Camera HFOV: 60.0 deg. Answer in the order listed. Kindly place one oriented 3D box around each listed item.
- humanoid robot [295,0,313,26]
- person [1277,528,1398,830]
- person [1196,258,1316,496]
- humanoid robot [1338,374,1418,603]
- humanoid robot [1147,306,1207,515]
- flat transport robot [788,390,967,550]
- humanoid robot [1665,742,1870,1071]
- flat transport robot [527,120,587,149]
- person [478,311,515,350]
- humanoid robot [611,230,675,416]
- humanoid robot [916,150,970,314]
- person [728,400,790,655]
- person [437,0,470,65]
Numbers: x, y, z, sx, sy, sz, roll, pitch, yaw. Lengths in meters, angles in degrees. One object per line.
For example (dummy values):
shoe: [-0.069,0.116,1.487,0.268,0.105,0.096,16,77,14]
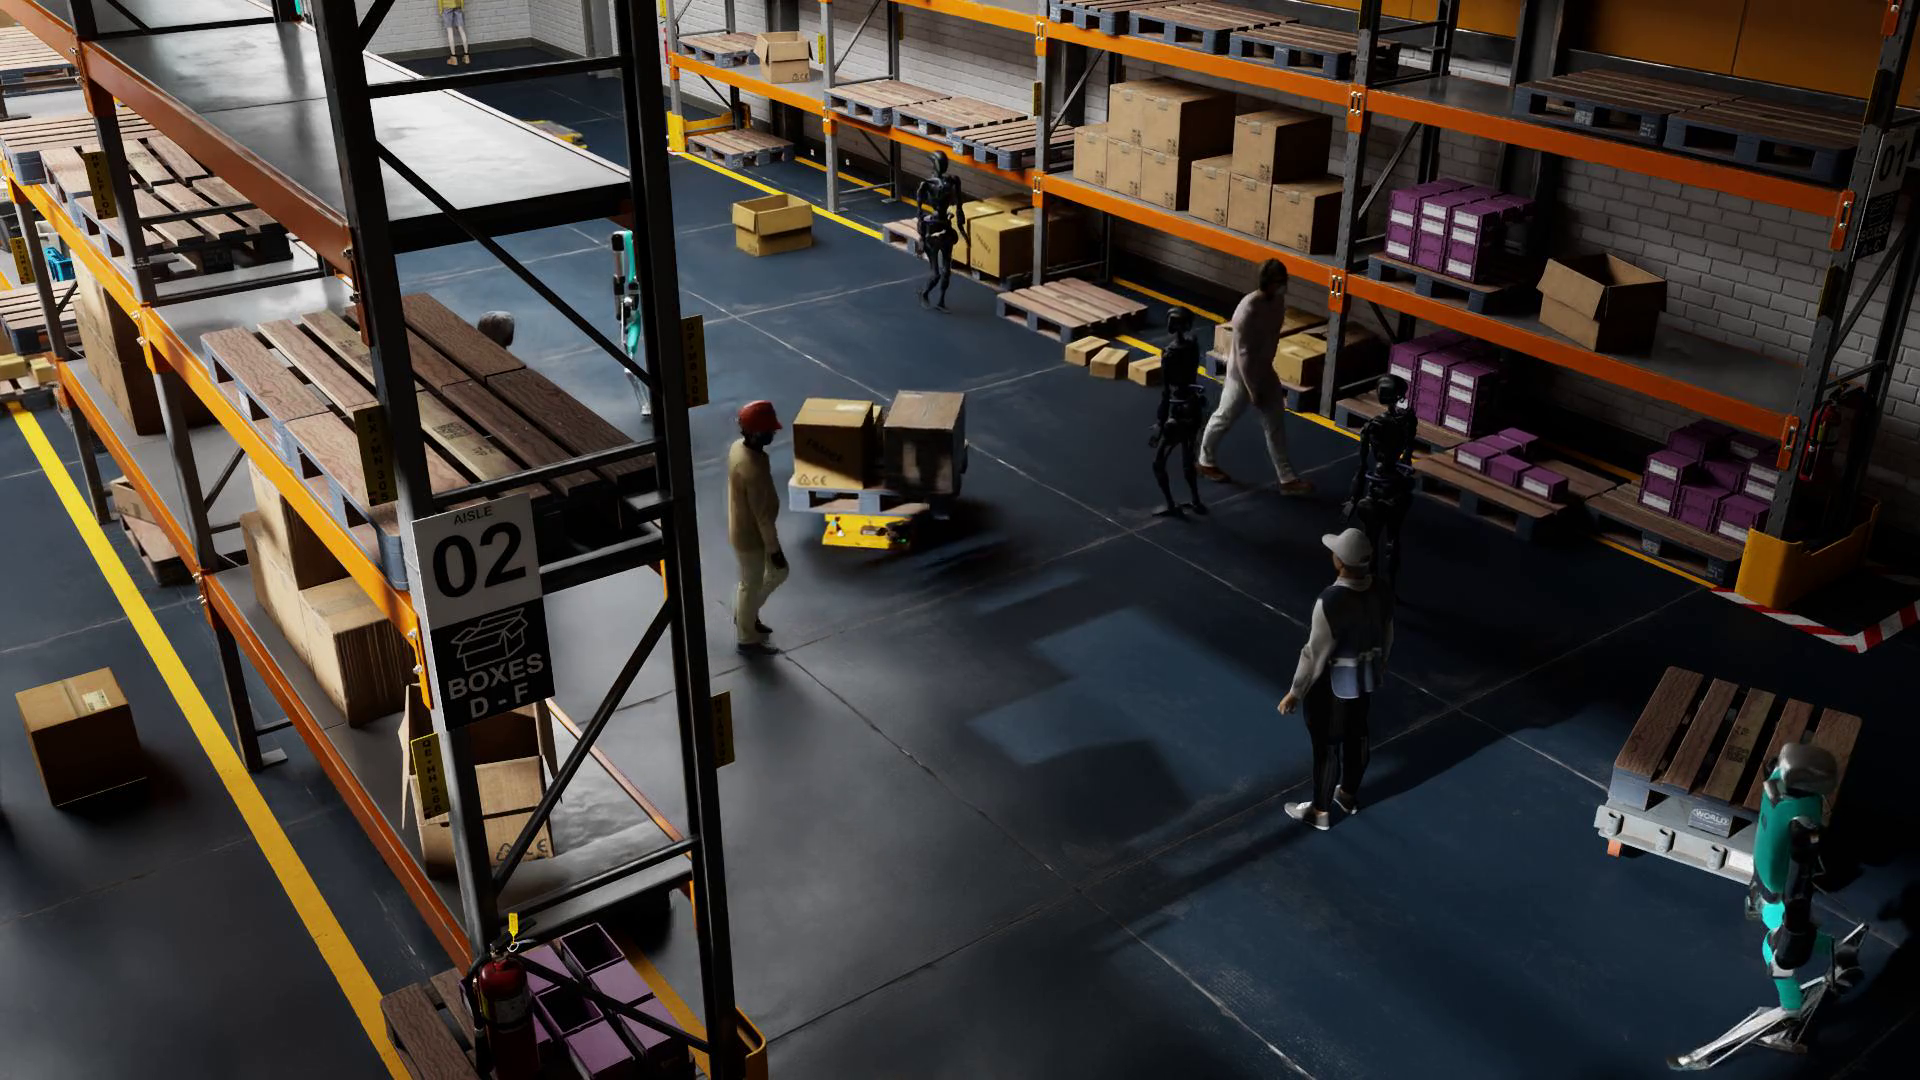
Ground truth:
humanoid robot: [-10.173,-7.767,25.805,0.800,1.769,0.530,24,35,39]
person: [2.025,0.743,8.849,0.758,1.758,0.432,-18,32,-31]
person: [2.274,-1.237,12.657,1.045,1.874,0.619,22,34,37]
humanoid robot: [2.794,-0.309,11.018,0.599,1.657,0.315,-18,32,-32]
humanoid robot: [1.629,-0.941,12.292,0.345,1.645,0.597,16,31,29]
flat transport robot: [-0.588,-0.325,12.633,0.659,0.231,1.431,3,27,6]
humanoid robot: [3.627,1.658,7.087,0.875,1.789,0.576,3,27,7]
flat transport robot: [-5.792,-5.595,23.115,0.659,0.231,1.431,-18,32,-32]
person: [-3.158,-0.718,11.657,0.526,1.846,0.317,14,30,25]
humanoid robot: [-2.653,-1.801,14.024,0.542,1.852,0.774,-1,27,-3]
humanoid robot: [-0.198,-3.059,16.507,0.598,1.648,0.373,-19,32,-33]
person: [-1.272,-0.062,10.478,0.417,1.733,0.546,-1,27,-2]
person: [-8.588,-9.004,28.095,0.474,1.892,0.384,-18,32,-31]
